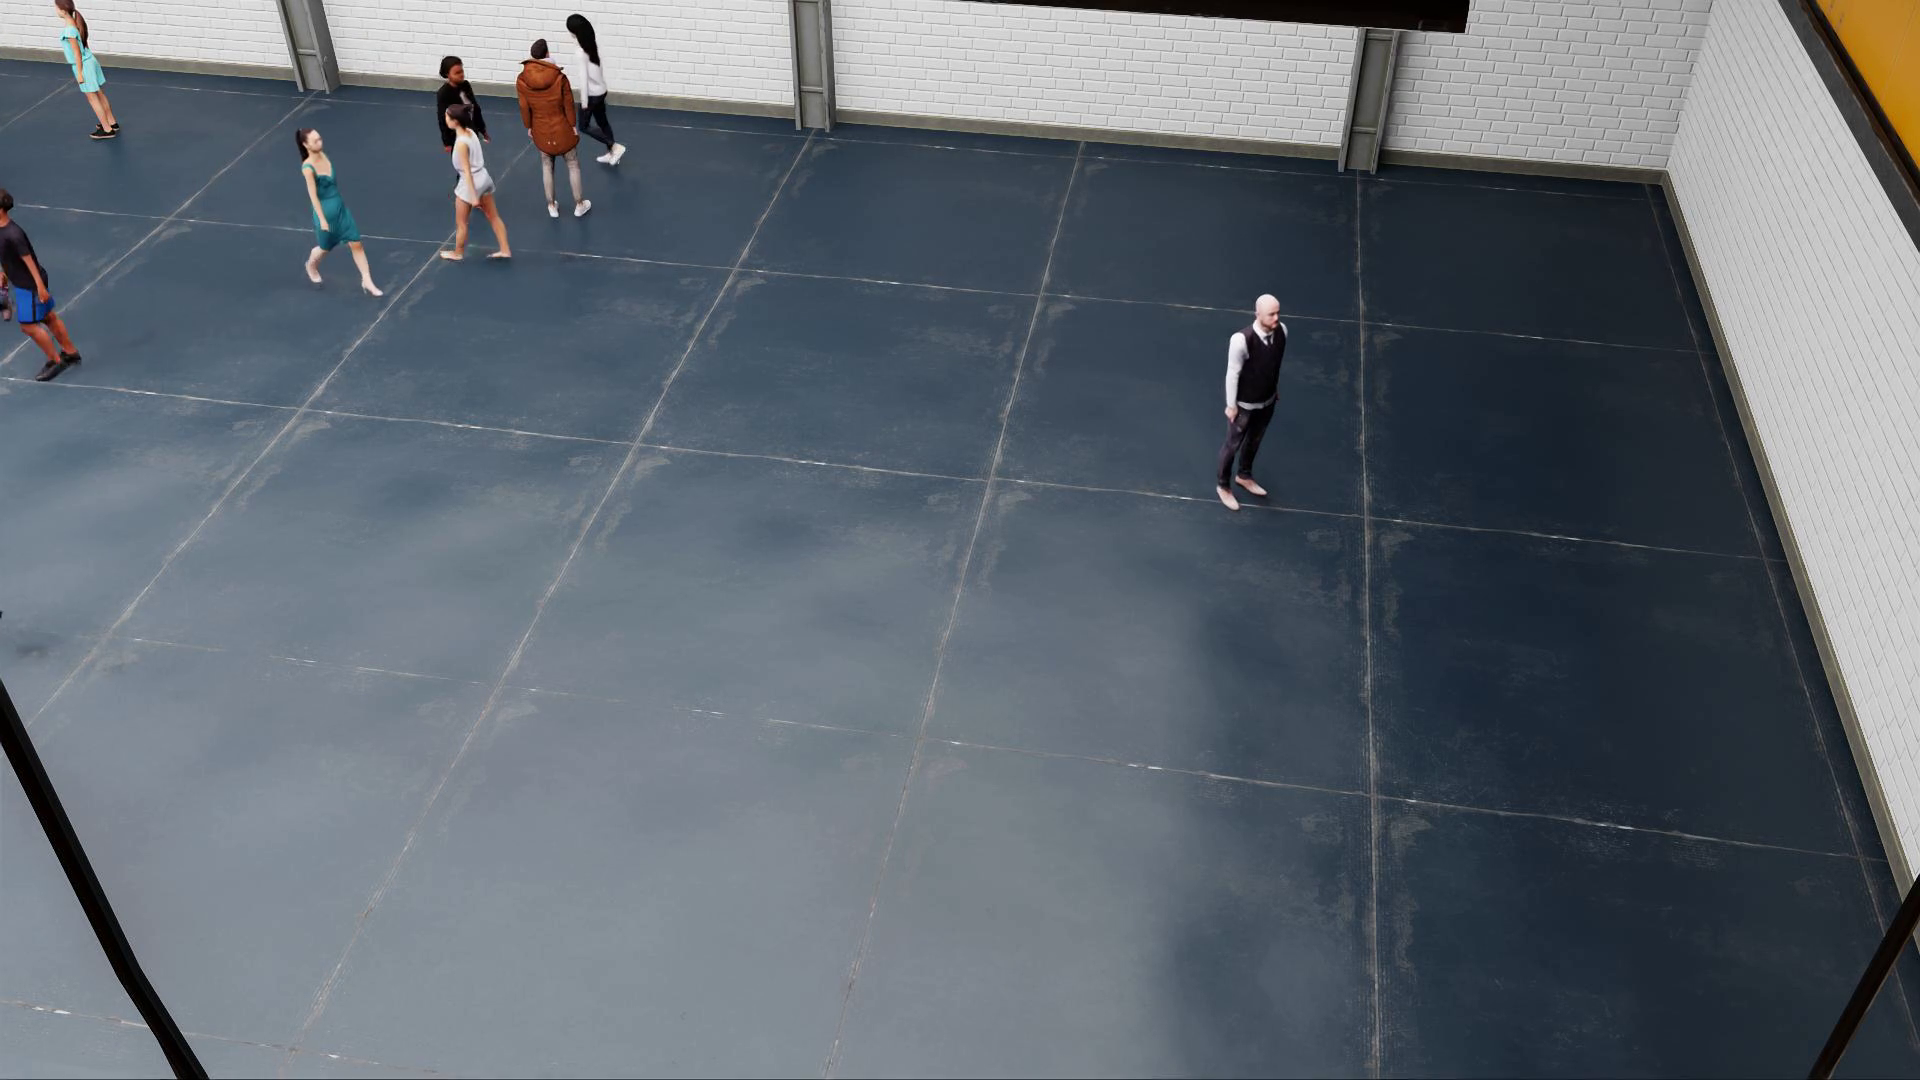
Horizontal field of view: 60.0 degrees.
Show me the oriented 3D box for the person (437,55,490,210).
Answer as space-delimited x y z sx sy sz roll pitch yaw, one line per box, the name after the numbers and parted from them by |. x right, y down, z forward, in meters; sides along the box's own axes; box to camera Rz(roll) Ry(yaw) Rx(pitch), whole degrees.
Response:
-5.045 -4.076 16.670 0.750 1.659 0.720 16 41 19 | person

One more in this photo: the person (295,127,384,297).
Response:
-5.870 -2.997 15.323 1.060 1.653 0.658 12 40 14 | person

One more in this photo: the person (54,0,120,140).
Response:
-9.524 -5.151 18.097 0.608 1.558 0.604 -4 39 -4 | person

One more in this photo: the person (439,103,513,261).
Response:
-4.546 -3.385 15.851 0.917 1.600 0.636 2 39 2 | person

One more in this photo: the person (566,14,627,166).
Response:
-3.768 -4.652 17.371 0.678 1.683 0.696 8 39 10 | person

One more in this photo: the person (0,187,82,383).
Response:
-7.928 -2.259 14.297 0.838 1.781 0.773 -30 47 -32 | person

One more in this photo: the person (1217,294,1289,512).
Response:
2.252 -1.086 12.795 0.766 1.823 0.825 -24 44 -27 | person

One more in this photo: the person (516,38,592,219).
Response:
-4.042 -4.083 16.534 0.693 1.839 0.812 0 39 0 | person
